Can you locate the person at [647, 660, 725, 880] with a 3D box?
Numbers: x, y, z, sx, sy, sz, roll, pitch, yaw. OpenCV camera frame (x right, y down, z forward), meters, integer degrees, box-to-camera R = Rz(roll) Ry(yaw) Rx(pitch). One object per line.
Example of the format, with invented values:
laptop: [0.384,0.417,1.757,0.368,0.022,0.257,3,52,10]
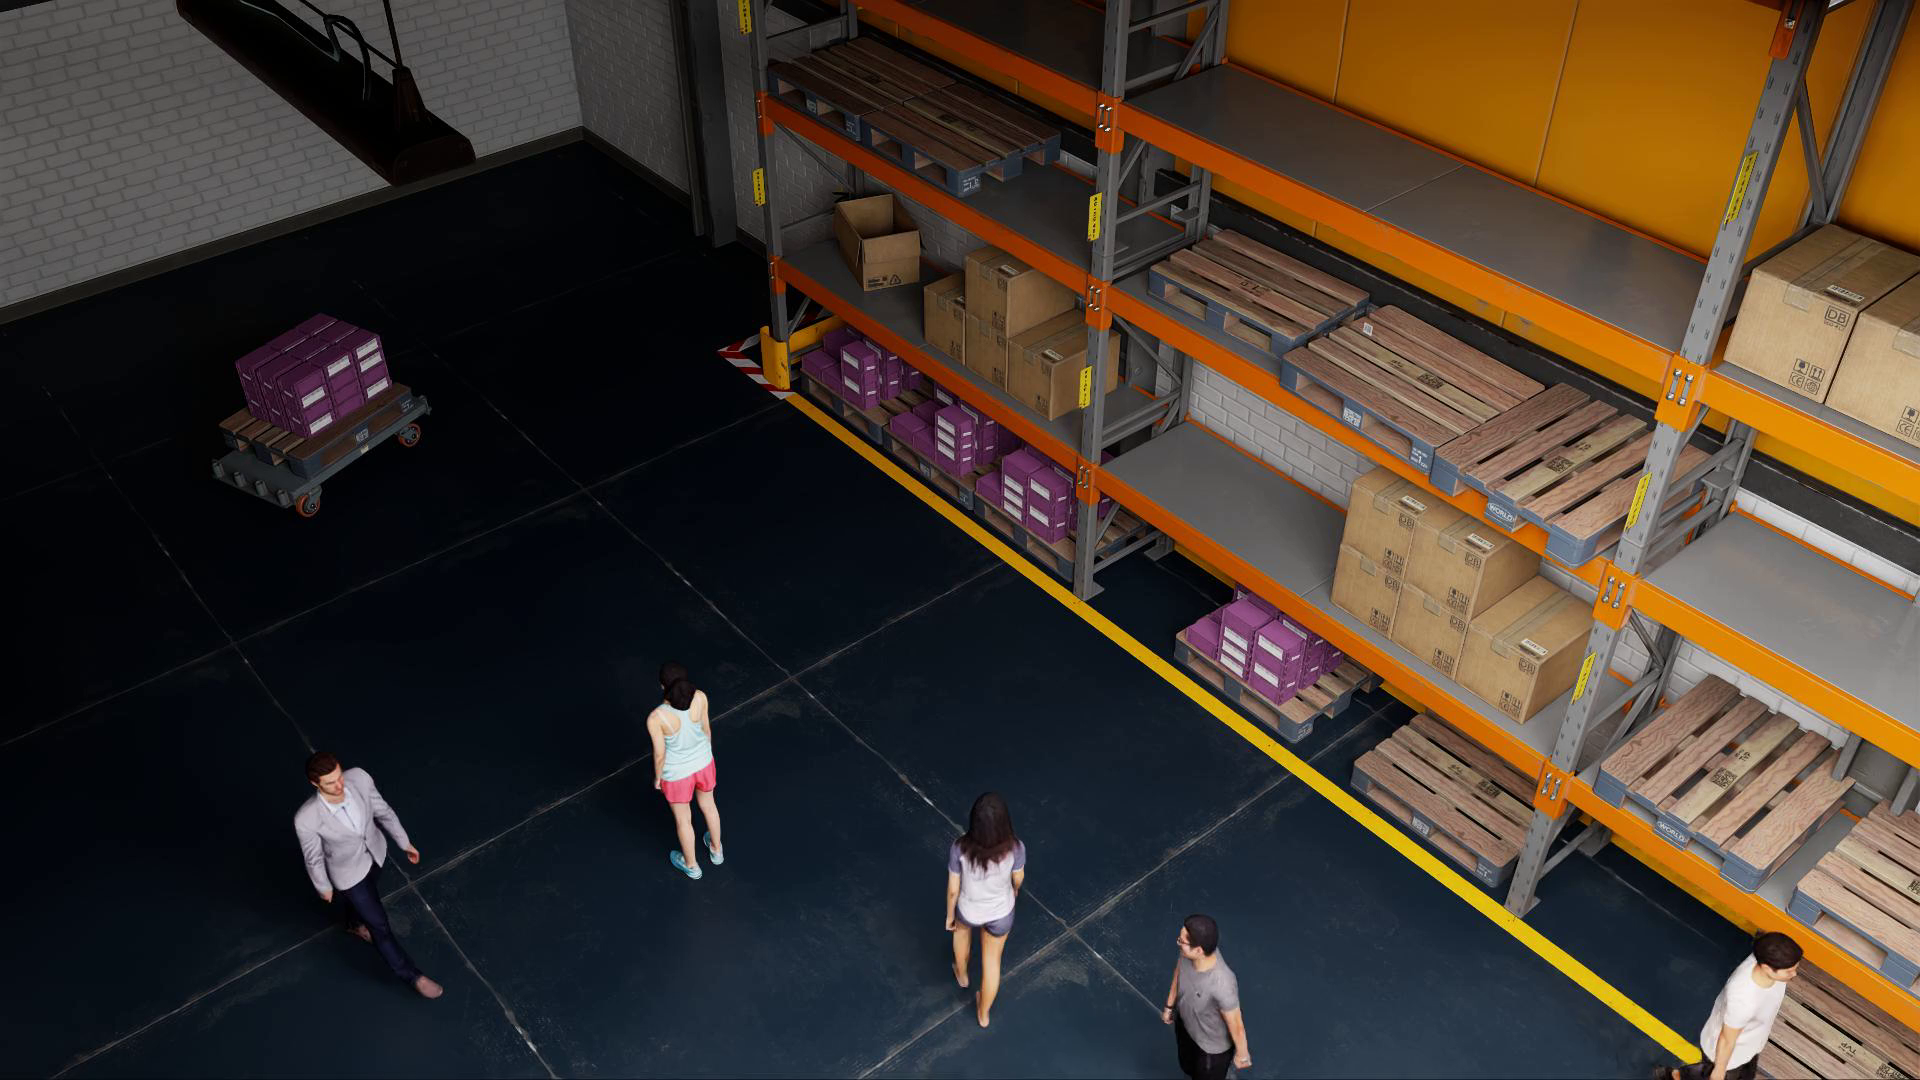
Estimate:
person: [-1.695,1.405,10.299,0.573,1.765,0.579,-27,46,-29]

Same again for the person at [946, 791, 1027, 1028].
person: [0.142,2.157,9.397,0.797,1.717,0.860,-1,39,-2]

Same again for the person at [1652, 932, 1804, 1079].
person: [4.051,2.600,8.847,0.741,1.710,0.669,32,48,33]

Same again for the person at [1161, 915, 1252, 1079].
person: [1.367,2.606,8.830,0.867,1.723,0.703,-26,45,-29]

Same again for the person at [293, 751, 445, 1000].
person: [-3.575,1.849,9.716,1.264,1.801,0.962,20,43,23]
